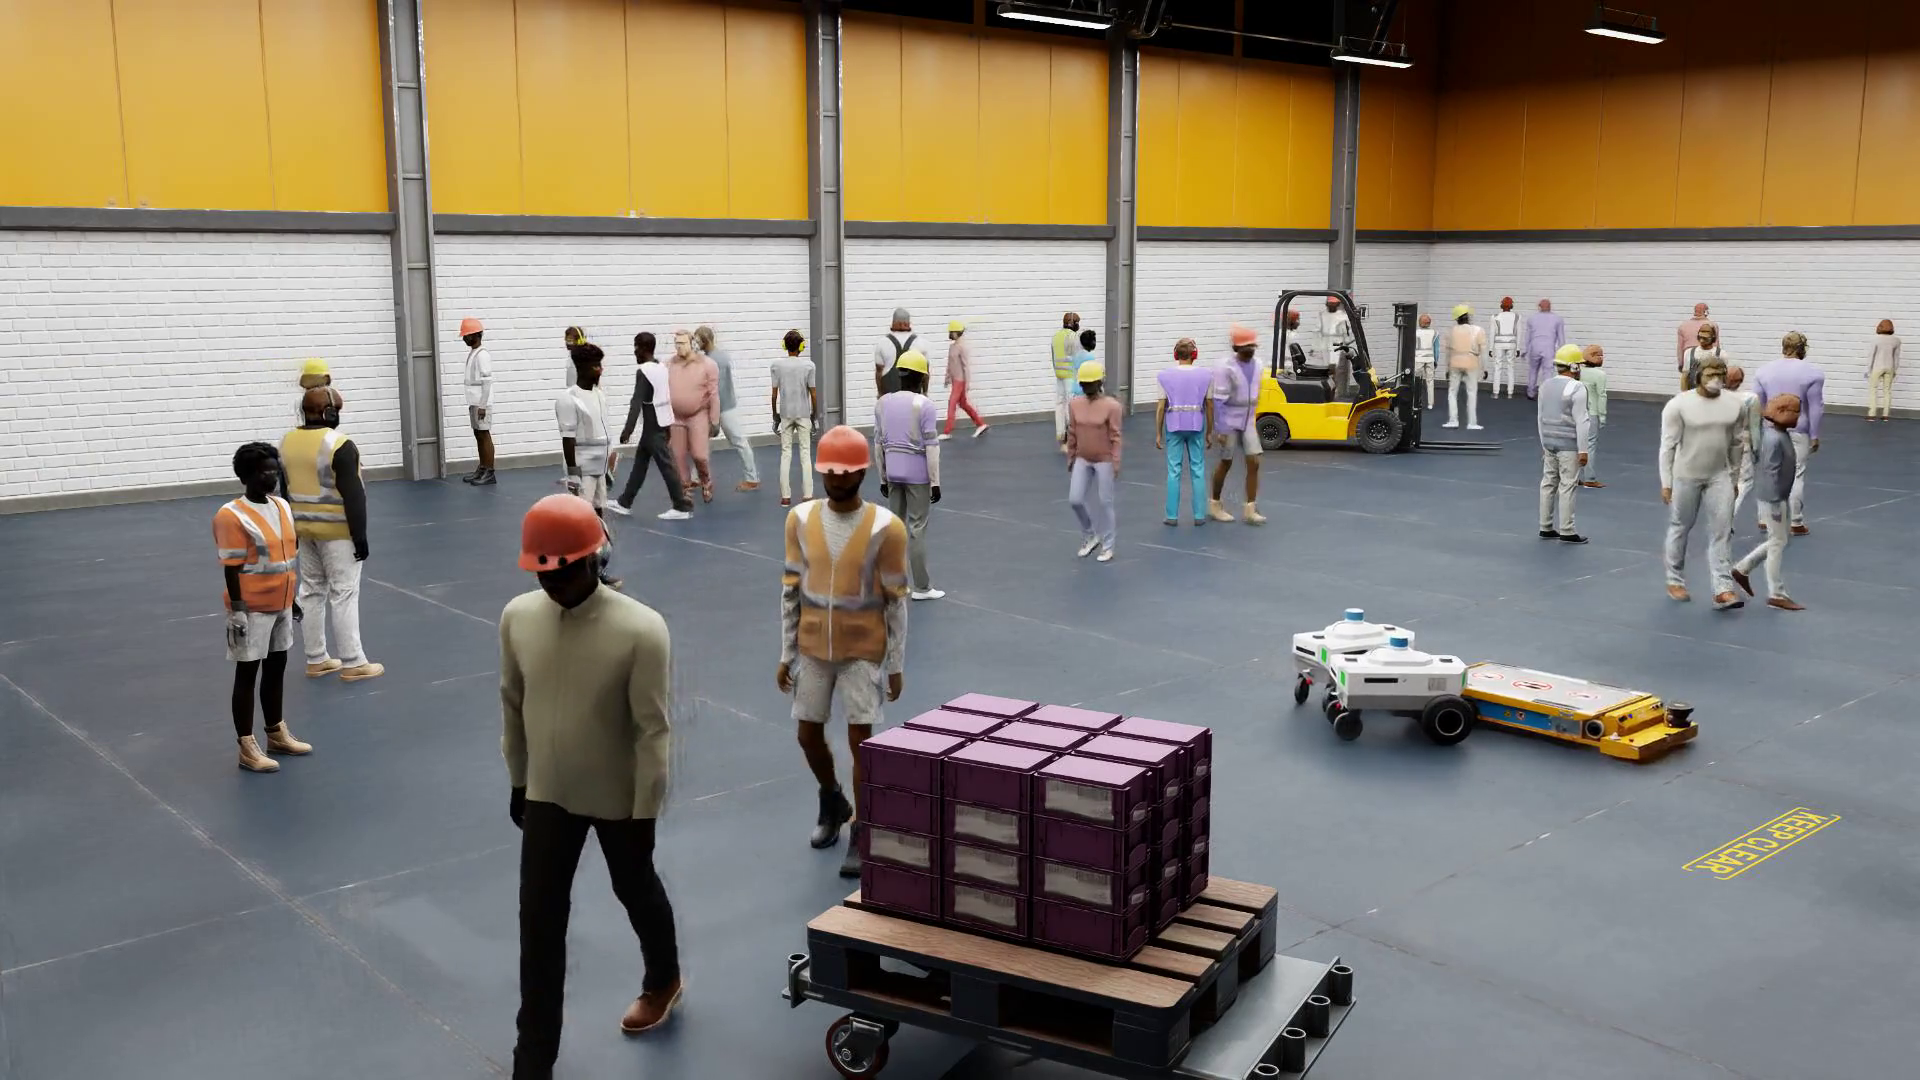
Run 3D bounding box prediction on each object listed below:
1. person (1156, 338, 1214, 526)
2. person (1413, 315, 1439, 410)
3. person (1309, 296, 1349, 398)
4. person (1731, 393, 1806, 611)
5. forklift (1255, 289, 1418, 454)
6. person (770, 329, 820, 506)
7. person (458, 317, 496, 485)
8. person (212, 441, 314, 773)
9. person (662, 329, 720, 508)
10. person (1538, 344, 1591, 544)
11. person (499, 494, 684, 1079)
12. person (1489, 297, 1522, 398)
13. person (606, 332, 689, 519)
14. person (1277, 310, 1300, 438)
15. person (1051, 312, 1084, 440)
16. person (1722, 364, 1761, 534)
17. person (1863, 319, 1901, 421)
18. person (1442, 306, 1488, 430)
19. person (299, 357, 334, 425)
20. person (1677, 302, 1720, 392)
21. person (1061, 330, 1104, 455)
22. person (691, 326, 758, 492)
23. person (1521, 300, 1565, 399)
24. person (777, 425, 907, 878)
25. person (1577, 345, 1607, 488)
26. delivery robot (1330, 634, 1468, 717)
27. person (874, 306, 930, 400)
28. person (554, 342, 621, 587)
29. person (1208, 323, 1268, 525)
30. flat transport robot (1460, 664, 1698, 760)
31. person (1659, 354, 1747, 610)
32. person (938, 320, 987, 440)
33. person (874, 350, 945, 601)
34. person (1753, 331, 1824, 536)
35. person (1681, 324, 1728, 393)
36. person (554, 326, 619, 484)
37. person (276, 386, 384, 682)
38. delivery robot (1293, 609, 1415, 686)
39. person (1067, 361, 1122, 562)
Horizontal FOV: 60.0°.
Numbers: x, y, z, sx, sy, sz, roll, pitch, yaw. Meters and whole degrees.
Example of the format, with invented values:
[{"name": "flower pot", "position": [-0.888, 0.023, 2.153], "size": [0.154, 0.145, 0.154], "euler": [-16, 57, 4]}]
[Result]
[{"name": "person", "position": [2.188, -1.042, 16.224], "size": [0.564, 1.839, 0.392], "euler": [0, 10, 0]}, {"name": "person", "position": [7.954, -3.044, 28.543], "size": [0.523, 1.636, 0.310], "euler": [-1, 10, -6]}, {"name": "person", "position": [6.588, -3.434, 29.770], "size": [0.622, 1.995, 1.015], "euler": [7, 12, 37]}, {"name": "person", "position": [6.115, -0.293, 12.486], "size": [0.542, 1.625, 0.507], "euler": [7, 12, 37]}, {"name": "forklift", "position": [5.034, -2.339, 22.783], "size": [2.313, 2.155, 1.214], "euler": [3, 10, 16]}, {"name": "person", "position": [-1.735, -1.280, 17.533], "size": [0.513, 1.872, 0.328], "euler": [1, 10, 4]}, {"name": "person", "position": [-5.577, -1.597, 19.203], "size": [0.363, 1.933, 0.543], "euler": [-6, 11, -30]}, {"name": "person", "position": [-3.598, 0.333, 8.591], "size": [0.320, 1.699, 0.531], "euler": [2, 10, 13]}, {"name": "person", "position": [-2.830, -1.260, 17.363], "size": [0.663, 1.885, 0.461], "euler": [2, 10, 10]}, {"name": "person", "position": [5.567, -0.880, 15.291], "size": [0.404, 1.837, 0.590], "euler": [-4, 10, -22]}, {"name": "person", "position": [-1.189, 0.784, 5.313], "size": [0.624, 1.935, 1.050], "euler": [2, 10, 13]}, {"name": "person", "position": [10.102, -3.558, 30.835], "size": [0.575, 1.883, 0.355], "euler": [2, 10, 9]}, {"name": "person", "position": [-3.185, -1.137, 16.678], "size": [0.977, 1.867, 0.619], "euler": [1, 10, 5]}, {"name": "person", "position": [4.777, -2.384, 24.021], "size": [0.574, 1.857, 0.583], "euler": [-2, 10, -9]}, {"name": "person", "position": [1.570, -2.326, 23.762], "size": [0.430, 1.839, 0.619], "euler": [-6, 11, -30]}, {"name": "person", "position": [7.256, -0.846, 15.690], "size": [0.551, 1.630, 0.484], "euler": [9, 13, 44]}, {"name": "person", "position": [14.768, -2.717, 26.641], "size": [0.501, 1.634, 0.277], "euler": [0, 10, 0]}, {"name": "person", "position": [7.702, -2.620, 25.367], "size": [0.663, 1.887, 0.394], "euler": [4, 11, 24]}, {"name": "person", "position": [-5.784, -0.777, 15.003], "size": [0.402, 1.732, 0.484], "euler": [0, 10, -2]}, {"name": "person", "position": [11.740, -2.818, 26.447], "size": [0.639, 1.904, 0.409], "euler": [8, 13, 40]}, {"name": "person", "position": [1.742, -1.960, 22.139], "size": [0.876, 1.651, 0.541], "euler": [-1, 10, -8]}, {"name": "person", "position": [-2.725, -1.459, 18.654], "size": [0.909, 1.867, 0.653], "euler": [-5, 11, -28]}, {"name": "person", "position": [10.598, -3.428, 30.218], "size": [0.717, 1.837, 1.037], "euler": [3, 10, 19]}, {"name": "person", "position": [-0.507, 0.458, 7.188], "size": [0.569, 1.933, 0.489], "euler": [3, 10, 15]}, {"name": "person", "position": [7.169, -1.409, 18.981], "size": [0.283, 1.633, 0.498], "euler": [-4, 11, -23]}, {"name": "delivery robot", "position": [2.405, 0.761, 9.153], "size": [0.707, 0.478, 0.477], "euler": [0, 10, 3]}, {"name": "person", "position": [-0.732, -1.905, 20.695], "size": [0.684, 2.000, 0.619], "euler": [-1, 10, -6]}, {"name": "person", "position": [-2.921, -0.566, 13.073], "size": [0.367, 1.966, 0.605], "euler": [3, 10, 15]}, {"name": "person", "position": [2.725, -1.123, 16.243], "size": [0.625, 1.986, 0.879], "euler": [-5, 11, -28]}, {"name": "flat transport robot", "position": [3.282, 0.922, 9.313], "size": [0.652, 0.197, 1.431], "euler": [-8, 13, -40]}, {"name": "person", "position": [5.578, -0.424, 12.424], "size": [0.666, 1.896, 0.934], "euler": [0, 10, 1]}, {"name": "person", "position": [0.018, -2.317, 23.994], "size": [0.869, 1.732, 0.529], "euler": [-4, 10, -21]}, {"name": "person", "position": [-0.384, -0.490, 12.772], "size": [0.586, 1.917, 0.380], "euler": [7, 12, 35]}, {"name": "person", "position": [7.817, -1.007, 15.745], "size": [0.379, 1.937, 0.629], "euler": [-9, 13, -44]}, {"name": "person", "position": [8.865, -1.664, 19.875], "size": [0.505, 1.838, 0.347], "euler": [7, 12, 35]}, {"name": "person", "position": [-4.357, -1.570, 19.323], "size": [0.730, 1.843, 0.553], "euler": [-6, 11, -31]}, {"name": "person", "position": [-3.914, -0.037, 10.348], "size": [0.628, 1.841, 0.429], "euler": [5, 11, 25]}, {"name": "delivery robot", "position": [2.320, 0.649, 9.810], "size": [0.707, 0.478, 0.477], "euler": [-5, 11, -25]}, {"name": "person", "position": [1.155, -0.674, 14.334], "size": [0.561, 1.739, 0.444], "euler": [6, 11, 31]}]
